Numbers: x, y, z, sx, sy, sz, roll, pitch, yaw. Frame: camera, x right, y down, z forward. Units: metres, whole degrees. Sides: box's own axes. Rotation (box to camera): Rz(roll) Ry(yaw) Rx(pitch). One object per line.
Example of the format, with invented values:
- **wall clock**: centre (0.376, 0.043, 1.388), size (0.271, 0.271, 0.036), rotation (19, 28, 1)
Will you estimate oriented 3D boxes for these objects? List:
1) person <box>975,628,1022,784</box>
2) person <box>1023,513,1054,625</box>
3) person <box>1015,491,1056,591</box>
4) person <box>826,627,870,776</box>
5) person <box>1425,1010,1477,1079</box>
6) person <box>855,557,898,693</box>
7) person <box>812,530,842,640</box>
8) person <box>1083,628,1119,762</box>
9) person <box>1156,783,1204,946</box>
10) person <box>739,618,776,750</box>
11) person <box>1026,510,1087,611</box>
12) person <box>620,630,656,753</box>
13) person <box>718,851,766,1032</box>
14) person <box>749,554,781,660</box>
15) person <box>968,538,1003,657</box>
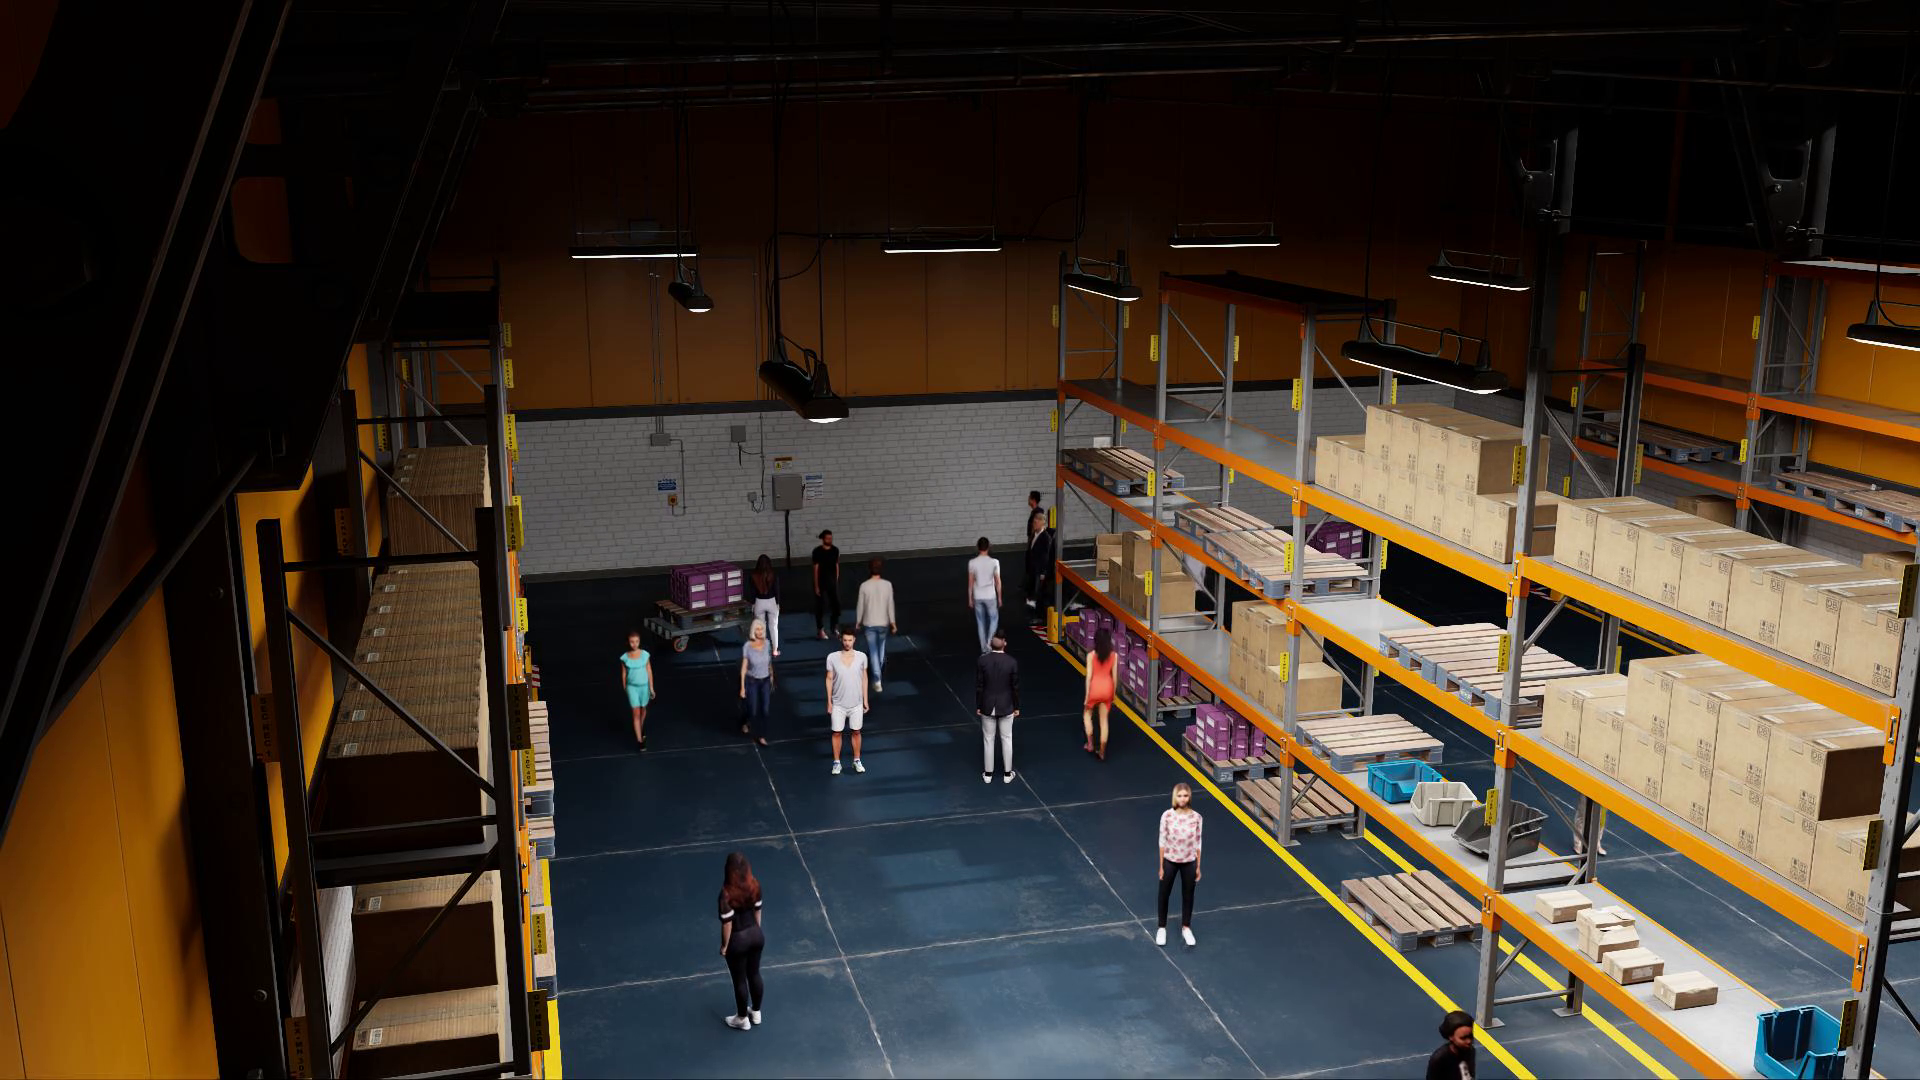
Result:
- **person**: centre (0.456, 1.983, 20.086), size (0.776, 1.950, 0.724), rotation (1, 14, 4)
- **person**: centre (1.349, 0.437, 26.777), size (0.826, 1.806, 0.710), rotation (-6, 15, -24)
- **person**: centre (1.369, 0.049, 28.452), size (0.887, 1.771, 1.033), rotation (1, 14, 2)
- **person**: centre (-1.386, 1.955, 20.419), size (0.684, 1.848, 0.572), rotation (-3, 14, -12)
- **person**: centre (3.459, 4.105, 11.961), size (0.731, 1.649, 1.019), rotation (-8, 16, -29)
- **person**: centre (-1.169, 1.232, 23.401), size (0.731, 1.849, 1.186), rotation (-3, 14, -14)
- **person**: centre (-2.142, 0.681, 25.900), size (0.736, 1.744, 0.766), rotation (-8, 16, -30)
- **person**: centre (1.777, 1.950, 20.754), size (0.610, 1.700, 0.697), rotation (-4, 14, -14)
- **person**: centre (2.122, 3.114, 16.090), size (0.633, 1.633, 0.607), rotation (0, 14, 0)
- **person**: centre (-2.631, 1.813, 21.303), size (0.781, 1.706, 0.903), rotation (-11, 17, -38)
- **person**: centre (1.462, 0.368, 27.326), size (1.135, 1.682, 1.232), rotation (4, 14, 17)
- **person**: centre (-4.133, 1.896, 21.351), size (0.594, 1.523, 1.079), rotation (-4, 14, -17)
- **person**: centre (-1.899, 3.489, 14.528), size (0.707, 1.638, 0.735), rotation (-13, 19, -43)
- **person**: centre (-2.909, 0.988, 24.923), size (0.649, 1.606, 0.621), rotation (0, 14, -1)
- **person**: centre (0.359, 0.904, 24.789), size (0.859, 1.833, 0.972), rotation (3, 14, 11)
